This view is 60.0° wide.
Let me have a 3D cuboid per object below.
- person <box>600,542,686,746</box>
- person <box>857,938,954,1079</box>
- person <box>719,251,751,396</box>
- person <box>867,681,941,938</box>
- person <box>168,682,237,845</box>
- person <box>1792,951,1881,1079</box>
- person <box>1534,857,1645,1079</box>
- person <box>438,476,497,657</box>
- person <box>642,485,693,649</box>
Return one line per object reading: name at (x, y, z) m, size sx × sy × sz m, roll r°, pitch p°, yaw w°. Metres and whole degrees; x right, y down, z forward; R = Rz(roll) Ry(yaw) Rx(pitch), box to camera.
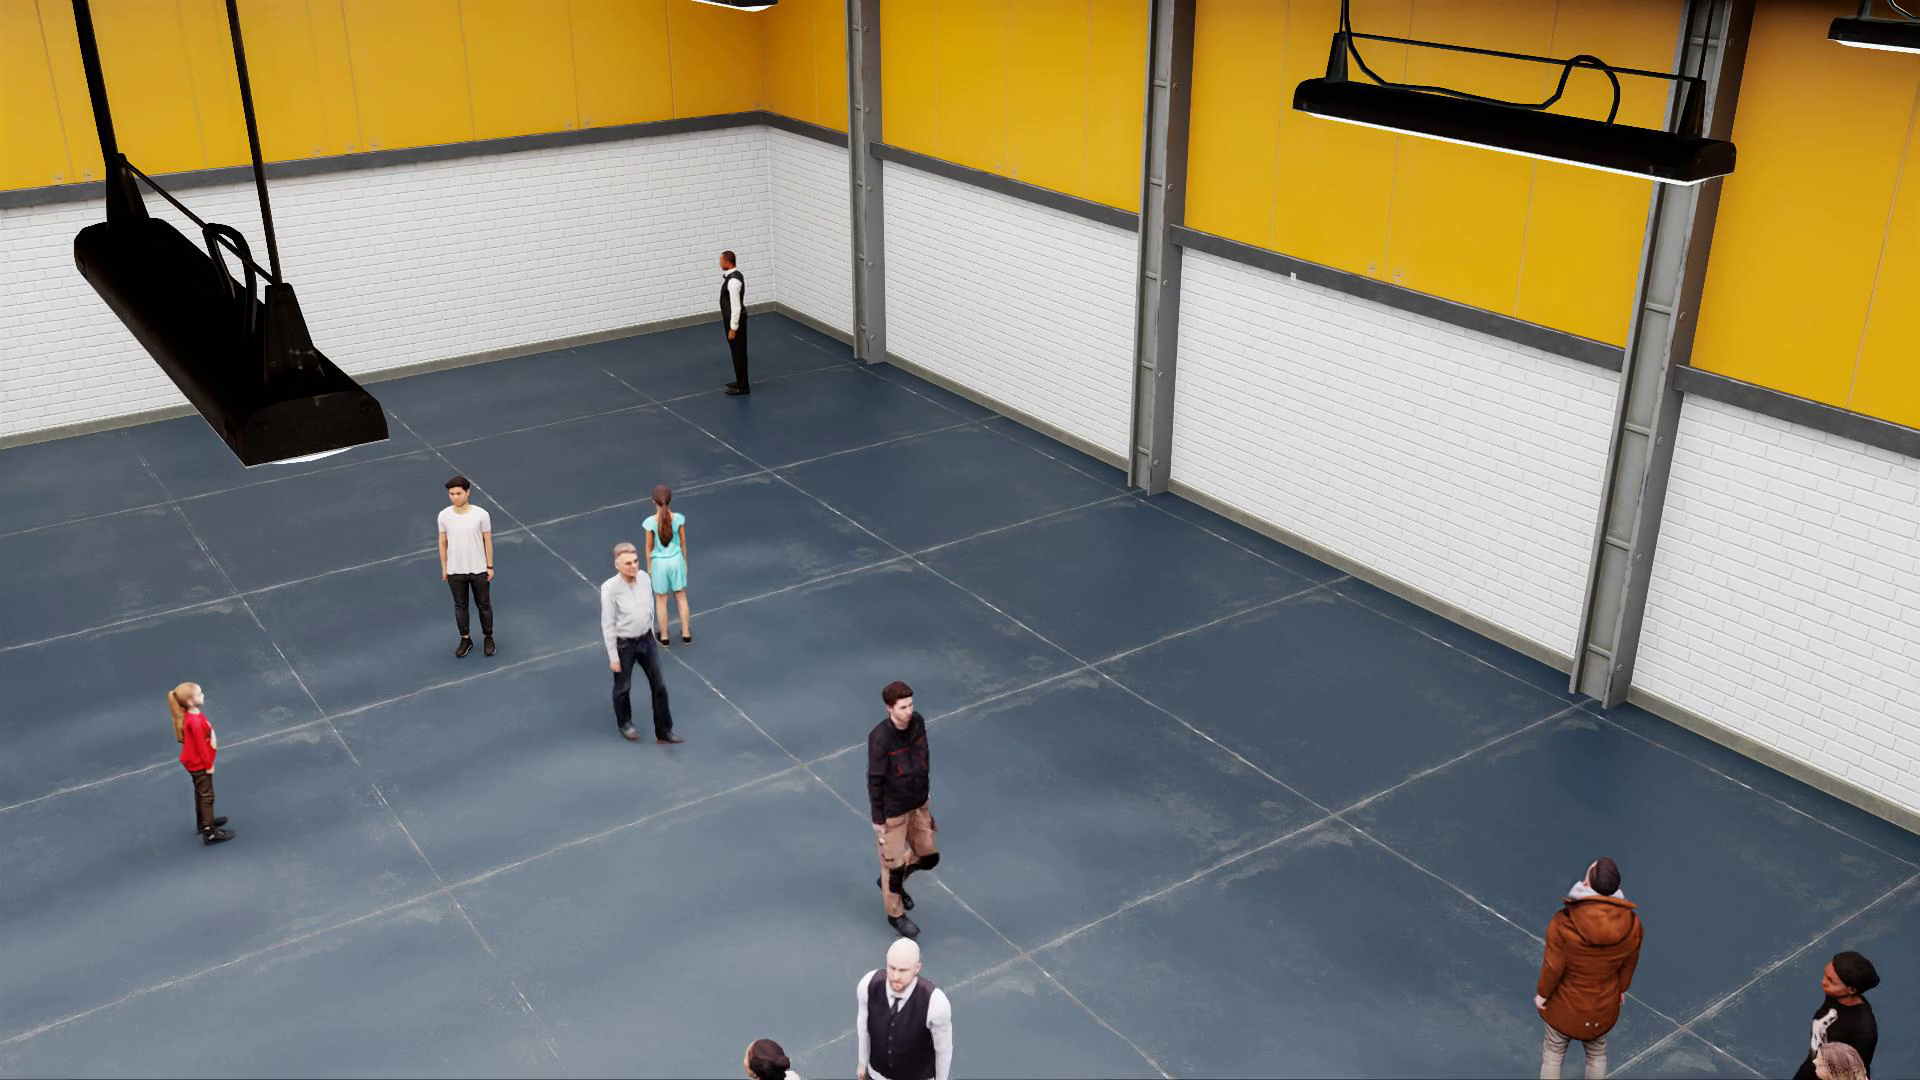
person at (-2.737, 0.816, 13.624) m, size 0.786 × 1.794 × 1.014 m, roll -22°, pitch 32°, yaw -40°
person at (-0.272, 2.846, 8.959) m, size 0.848 × 1.809 × 0.926 m, roll 9°, pitch 25°, yaw 19°
person at (-2.950, -2.872, 21.905) m, size 0.838 × 1.918 × 0.715 m, roll -2°, pitch 24°, yaw -4°
person at (-0.454, 1.774, 11.279) m, size 0.783 × 1.916 × 0.771 m, roll 21°, pitch 31°, yaw 40°
person at (-5.663, 1.640, 12.380) m, size 0.534 × 1.280 × 0.407 m, roll -16°, pitch 28°, yaw -32°
person at (4.820, 2.909, 9.012) m, size 0.883 × 1.651 × 0.866 m, roll 0°, pitch 24°, yaw -1°
person at (3.553, 2.601, 9.483) m, size 0.848 × 1.839 × 0.885 m, roll -1°, pitch 24°, yaw -3°
person at (-4.460, 0.220, 15.076) m, size 0.705 × 1.722 × 0.706 m, roll -2°, pitch 24°, yaw -5°
person at (-2.679, 0.231, 15.261) m, size 0.603 × 1.554 × 0.606 m, roll -8°, pitch 25°, yaw -17°
